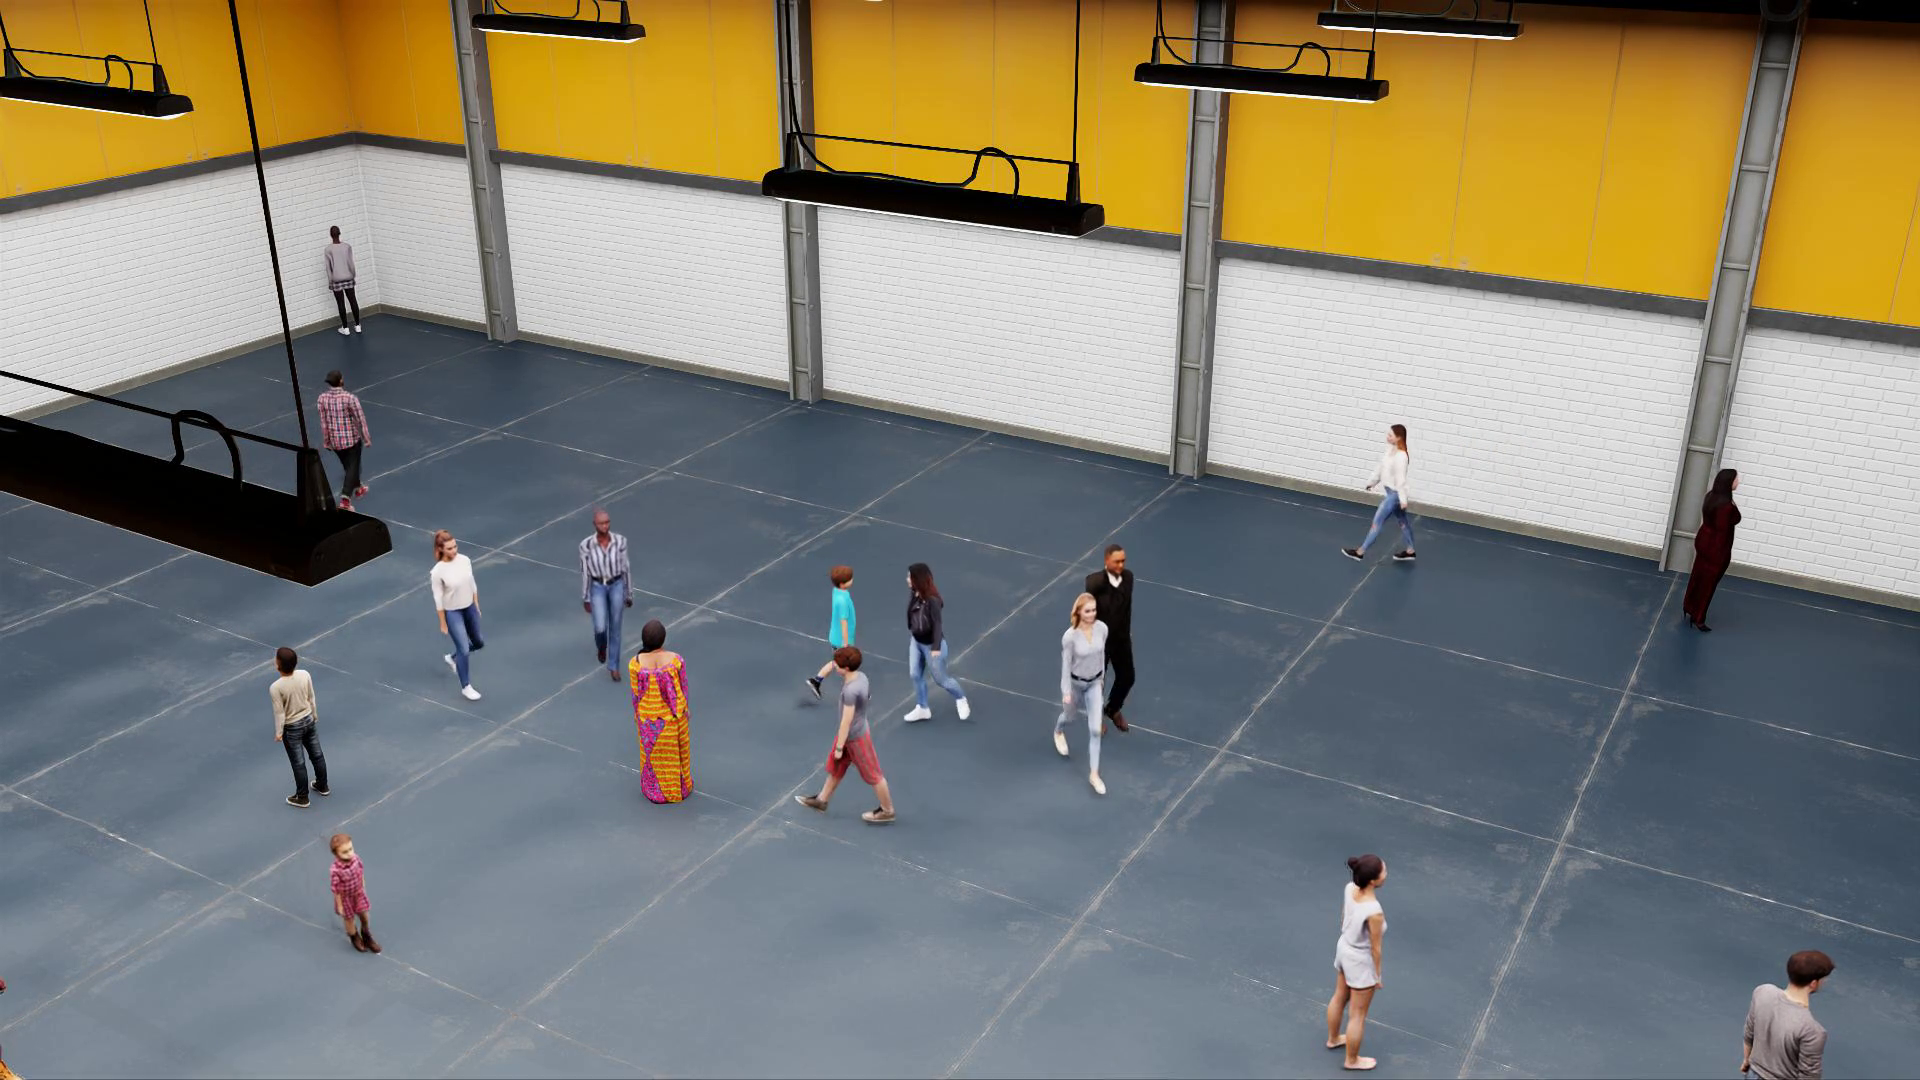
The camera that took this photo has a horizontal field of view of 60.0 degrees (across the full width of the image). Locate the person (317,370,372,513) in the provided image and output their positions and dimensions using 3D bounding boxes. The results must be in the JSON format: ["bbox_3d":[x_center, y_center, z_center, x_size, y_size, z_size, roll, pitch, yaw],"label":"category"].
[{"bbox_3d":[-7.474,-1.196,20.147,1.175,1.748,1.061,3,24,6],"label":"person"}]

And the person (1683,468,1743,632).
[{"bbox_3d":[7.789,0.074,17.230,0.751,1.757,0.757,3,24,7],"label":"person"}]

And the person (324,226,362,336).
[{"bbox_3d":[-10.064,-4.242,27.086,0.679,1.771,0.633,-19,30,-37],"label":"person"}]

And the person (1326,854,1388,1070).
[{"bbox_3d":[2.668,2.803,11.164,0.704,1.616,0.631,-8,25,-18],"label":"person"}]

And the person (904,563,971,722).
[{"bbox_3d":[-0.241,0.955,15.399,0.934,1.610,0.922,-16,28,-32],"label":"person"}]

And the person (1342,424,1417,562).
[{"bbox_3d":[4.964,-0.489,18.660,1.182,1.644,0.943,2,24,6],"label":"person"}]

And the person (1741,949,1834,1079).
[{"bbox_3d":[4.806,3.237,9.816,0.837,1.900,0.759,-8,25,-17],"label":"person"}]

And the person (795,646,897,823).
[{"bbox_3d":[-0.787,1.655,13.799,1.184,1.608,0.931,1,24,3],"label":"person"}]

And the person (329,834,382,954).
[{"bbox_3d":[-4.557,2.606,12.367,0.552,1.013,0.475,19,30,36],"label":"person"}]

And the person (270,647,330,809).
[{"bbox_3d":[-5.635,1.575,14.161,0.502,1.465,0.553,14,27,29],"label":"person"}]

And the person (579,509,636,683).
[{"bbox_3d":[-3.463,0.506,16.208,0.816,1.784,0.871,-10,26,-22],"label":"person"}]

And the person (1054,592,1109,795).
[{"bbox_3d":[1.024,1.253,14.540,1.103,1.752,1.232,-8,25,-19],"label":"person"}]

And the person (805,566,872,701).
[{"bbox_3d":[-1.178,0.909,15.724,0.897,1.434,0.839,-6,24,-13],"label":"person"}]

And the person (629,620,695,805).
[{"bbox_3d":[-2.565,1.430,14.222,0.770,1.682,0.839,-4,24,-8],"label":"person"}]

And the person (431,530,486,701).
[{"bbox_3d":[-4.835,0.692,15.879,0.811,1.707,0.646,15,28,31],"label":"person"}]

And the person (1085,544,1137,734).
[{"bbox_3d":[1.297,0.866,15.251,0.845,1.892,0.893,-8,25,-18],"label":"person"}]
